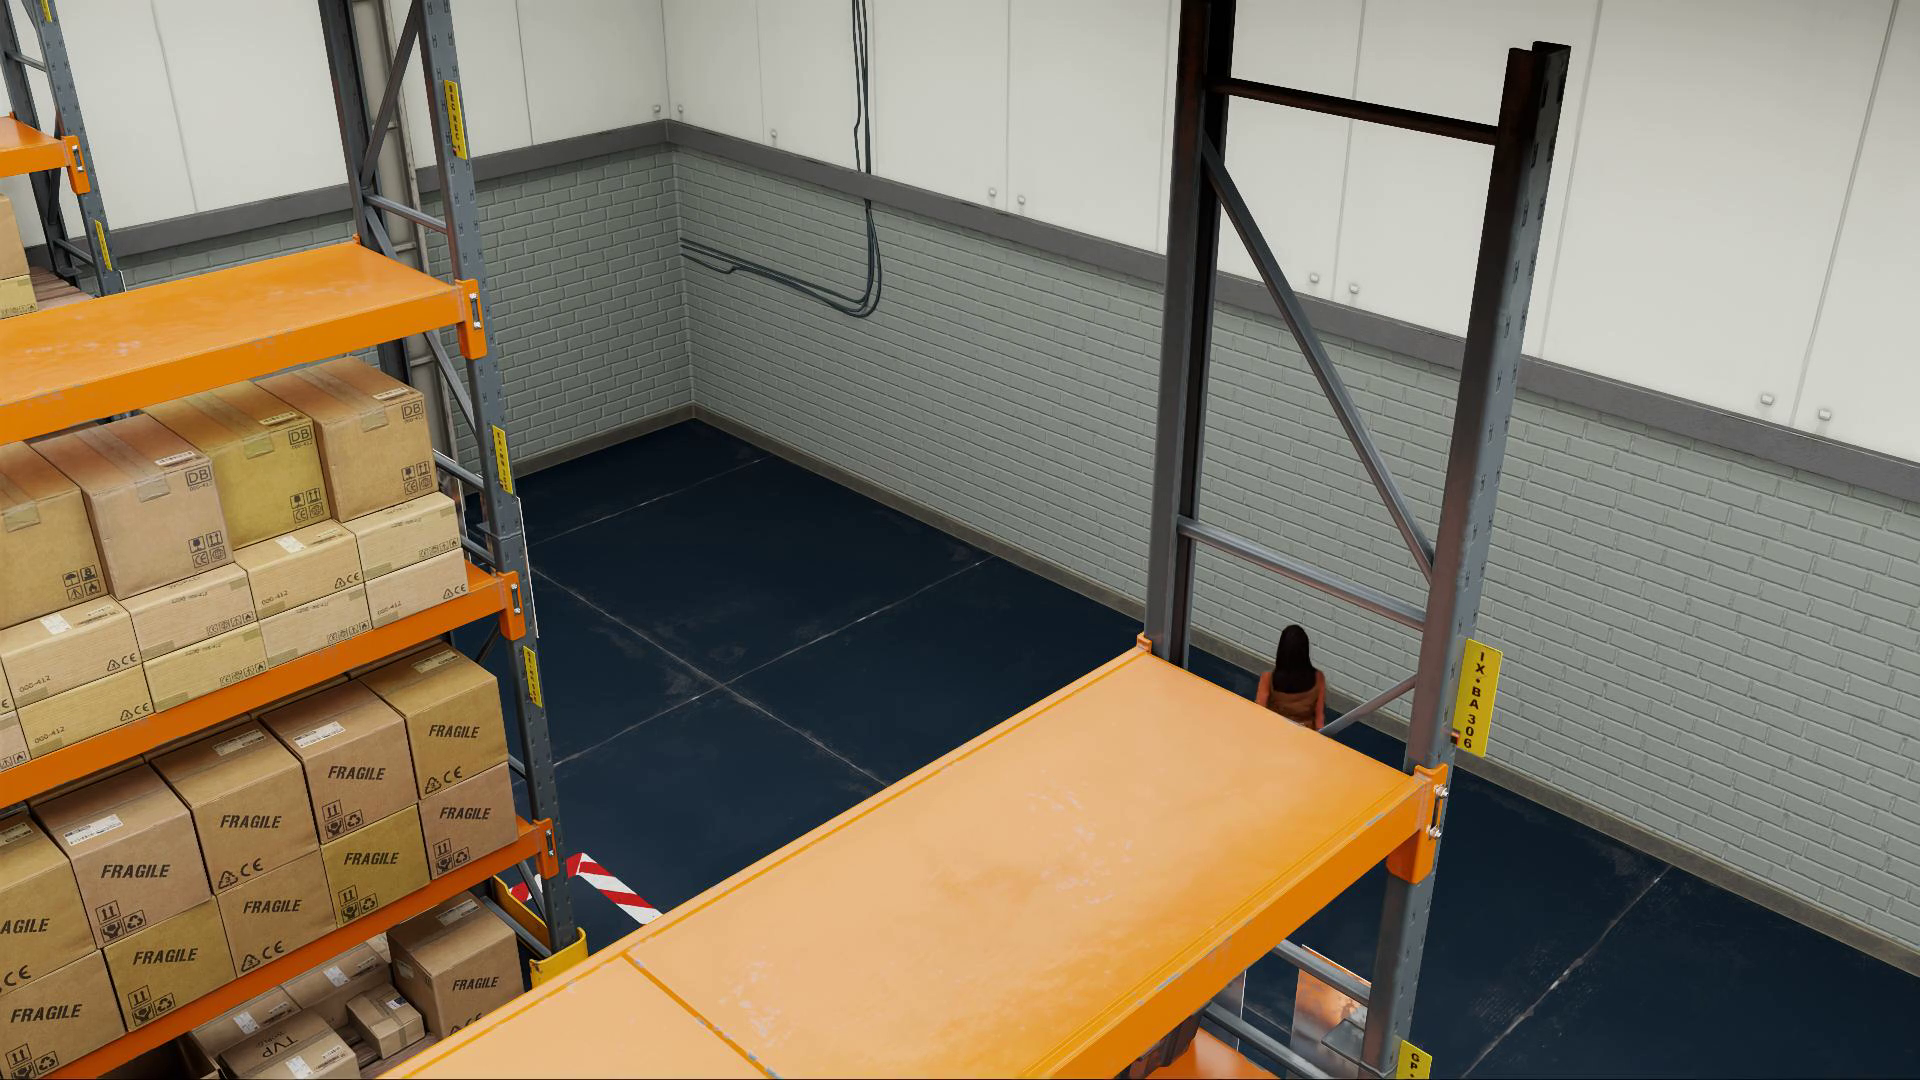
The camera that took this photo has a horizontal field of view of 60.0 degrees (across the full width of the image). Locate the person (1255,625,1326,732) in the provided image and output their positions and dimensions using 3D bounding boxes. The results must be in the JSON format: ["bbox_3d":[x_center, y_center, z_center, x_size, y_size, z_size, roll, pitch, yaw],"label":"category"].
[{"bbox_3d":[2.036,1.321,10.252,0.752,1.673,0.814,-2,27,-3],"label":"person"}]
